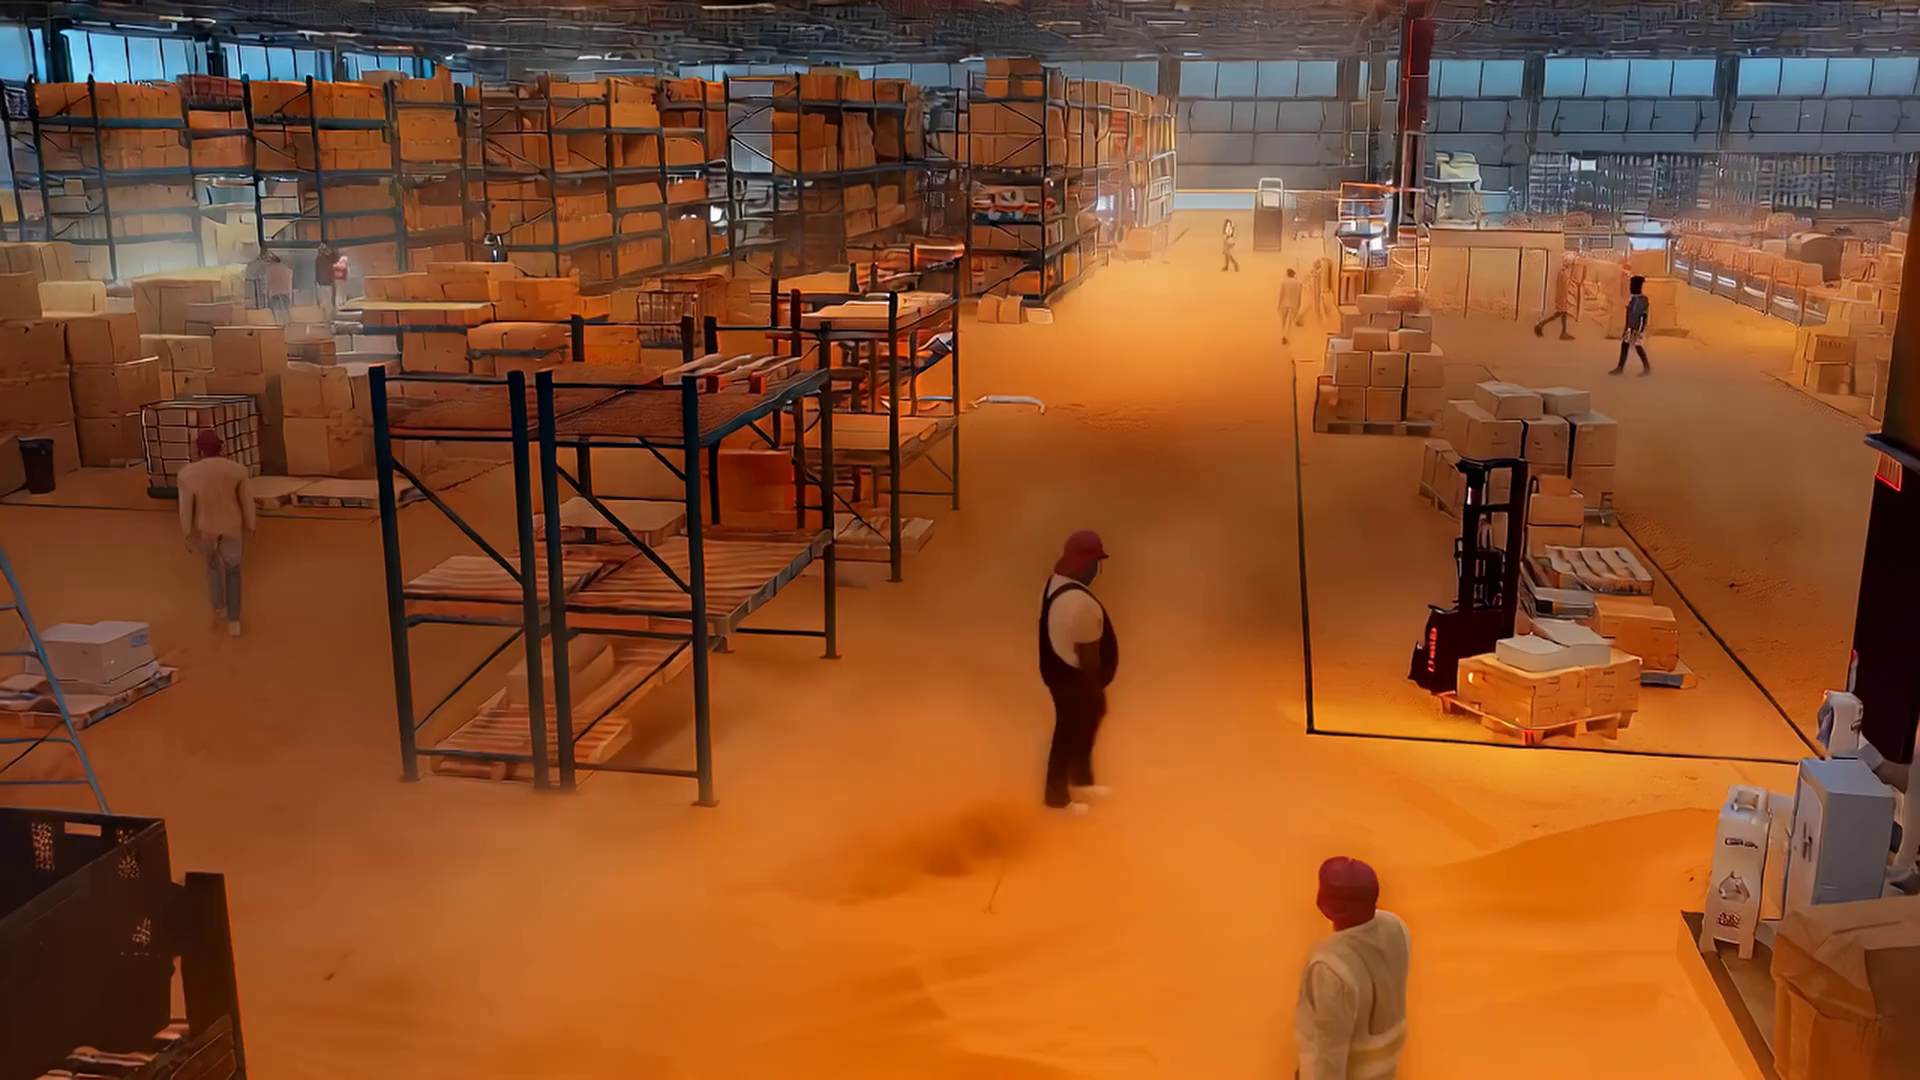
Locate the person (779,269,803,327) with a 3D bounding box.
[{"bbox_3d":[-3.823,-5.360,37.494,0.852,1.650,0.537,10,17,35],"label":"person"}]

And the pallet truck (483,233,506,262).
[{"bbox_3d":[-11.832,-7.026,43.548,1.885,1.965,0.823,8,16,28],"label":"pallet truck"}]

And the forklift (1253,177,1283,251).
[{"bbox_3d":[12.083,-12.747,64.956,1.129,2.768,1.873,3,14,10],"label":"forklift"}]

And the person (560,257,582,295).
[{"bbox_3d":[-9.415,-6.039,40.297,0.522,1.631,0.324,0,14,0],"label":"person"}]

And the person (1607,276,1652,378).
[{"bbox_3d":[12.812,-4.034,31.522,0.809,1.942,0.618,-2,14,-7],"label":"person"}]

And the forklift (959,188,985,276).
[{"bbox_3d":[0.464,-9.902,53.408,1.129,2.768,1.873,3,14,10],"label":"forklift"}]

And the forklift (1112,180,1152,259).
[{"bbox_3d":[6.082,-11.722,60.796,1.873,2.768,1.129,2,14,9],"label":"forklift"}]

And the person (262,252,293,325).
[{"bbox_3d":[-15.407,-5.528,37.616,0.630,1.935,0.376,-10,17,-34],"label":"person"}]

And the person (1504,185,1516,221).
[{"bbox_3d":[28.683,-17.574,86.713,0.586,1.833,0.404,12,18,41],"label":"person"}]

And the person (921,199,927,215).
[{"bbox_3d":[-1.875,-15.513,78.438,0.626,1.799,0.970,3,14,13],"label":"person"}]

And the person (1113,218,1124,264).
[{"bbox_3d":[5.608,-10.511,58.484,0.376,1.619,0.499,6,15,24],"label":"person"}]

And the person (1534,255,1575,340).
[{"bbox_3d":[13.417,-5.456,37.370,0.858,1.911,0.557,6,15,22],"label":"person"}]

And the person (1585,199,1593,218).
[{"bbox_3d":[26.869,-13.714,71.185,0.368,1.751,0.550,3,14,13],"label":"person"}]

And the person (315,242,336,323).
[{"bbox_3d":[-15.422,-6.233,40.367,0.451,1.974,0.605,7,15,26],"label":"person"}]

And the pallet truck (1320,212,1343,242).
[{"bbox_3d":[15.874,-13.227,70.310,0.680,1.201,1.601,10,17,35],"label":"pallet truck"}]

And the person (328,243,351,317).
[{"bbox_3d":[-15.427,-6.397,41.201,0.651,1.903,0.441,-2,14,-9],"label":"person"}]

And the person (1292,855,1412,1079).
[{"bbox_3d":[1.480,2.117,6.814,0.633,1.811,0.837,-13,19,-42],"label":"person"}]

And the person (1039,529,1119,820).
[{"bbox_3d":[0.853,0.895,11.299,0.698,2.000,0.724,-3,14,-11],"label":"person"}]

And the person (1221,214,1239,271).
[{"bbox_3d":[9.003,-9.875,55.295,0.550,1.918,0.731,-13,19,-43],"label":"person"}]

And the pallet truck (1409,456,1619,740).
[{"bbox_3d":[4.504,0.400,13.395,0.823,1.965,1.885,-6,15,-23],"label":"pallet truck"}]

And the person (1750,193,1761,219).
[{"bbox_3d":[38.364,-16.030,80.204,0.974,1.957,0.612,0,14,0],"label":"person"}]

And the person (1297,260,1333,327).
[{"bbox_3d":[8.459,-5.852,39.607,0.859,1.591,0.520,3,14,12],"label":"person"}]

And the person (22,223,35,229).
[{"bbox_3d":[-33.878,-11.154,60.491,0.643,1.909,0.411,9,16,32],"label":"person"}]

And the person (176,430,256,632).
[{"bbox_3d":[-6.962,-0.097,15.647,0.643,1.890,1.044,-6,15,-23],"label":"person"}]

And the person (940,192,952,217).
[{"bbox_3d":[-0.751,-18.422,90.191,0.633,1.806,0.669,1,14,5],"label":"person"}]

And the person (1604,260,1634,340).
[{"bbox_3d":[14.873,-5.339,37.116,0.857,1.786,0.630,5,15,20],"label":"person"}]

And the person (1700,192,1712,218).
[{"bbox_3d":[36.357,-16.227,81.273,0.612,1.820,0.586,4,14,15],"label":"person"}]

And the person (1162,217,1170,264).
[{"bbox_3d":[7.291,-10.581,58.725,0.278,1.634,0.497,0,14,1],"label":"person"}]

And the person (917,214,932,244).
[{"bbox_3d":[-1.304,-11.109,60.829,0.560,1.646,0.878,-6,15,-22],"label":"person"}]

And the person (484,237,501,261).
[{"bbox_3d":[-14.100,-8.627,50.398,0.625,1.832,0.431,-12,18,-39],"label":"person"}]

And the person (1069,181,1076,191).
[{"bbox_3d":[6.041,-18.552,90.420,0.635,1.972,0.906,1,14,5],"label":"person"}]

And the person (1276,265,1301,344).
[{"bbox_3d":[7.193,-5.156,36.472,0.565,1.739,0.522,9,16,31],"label":"person"}]
